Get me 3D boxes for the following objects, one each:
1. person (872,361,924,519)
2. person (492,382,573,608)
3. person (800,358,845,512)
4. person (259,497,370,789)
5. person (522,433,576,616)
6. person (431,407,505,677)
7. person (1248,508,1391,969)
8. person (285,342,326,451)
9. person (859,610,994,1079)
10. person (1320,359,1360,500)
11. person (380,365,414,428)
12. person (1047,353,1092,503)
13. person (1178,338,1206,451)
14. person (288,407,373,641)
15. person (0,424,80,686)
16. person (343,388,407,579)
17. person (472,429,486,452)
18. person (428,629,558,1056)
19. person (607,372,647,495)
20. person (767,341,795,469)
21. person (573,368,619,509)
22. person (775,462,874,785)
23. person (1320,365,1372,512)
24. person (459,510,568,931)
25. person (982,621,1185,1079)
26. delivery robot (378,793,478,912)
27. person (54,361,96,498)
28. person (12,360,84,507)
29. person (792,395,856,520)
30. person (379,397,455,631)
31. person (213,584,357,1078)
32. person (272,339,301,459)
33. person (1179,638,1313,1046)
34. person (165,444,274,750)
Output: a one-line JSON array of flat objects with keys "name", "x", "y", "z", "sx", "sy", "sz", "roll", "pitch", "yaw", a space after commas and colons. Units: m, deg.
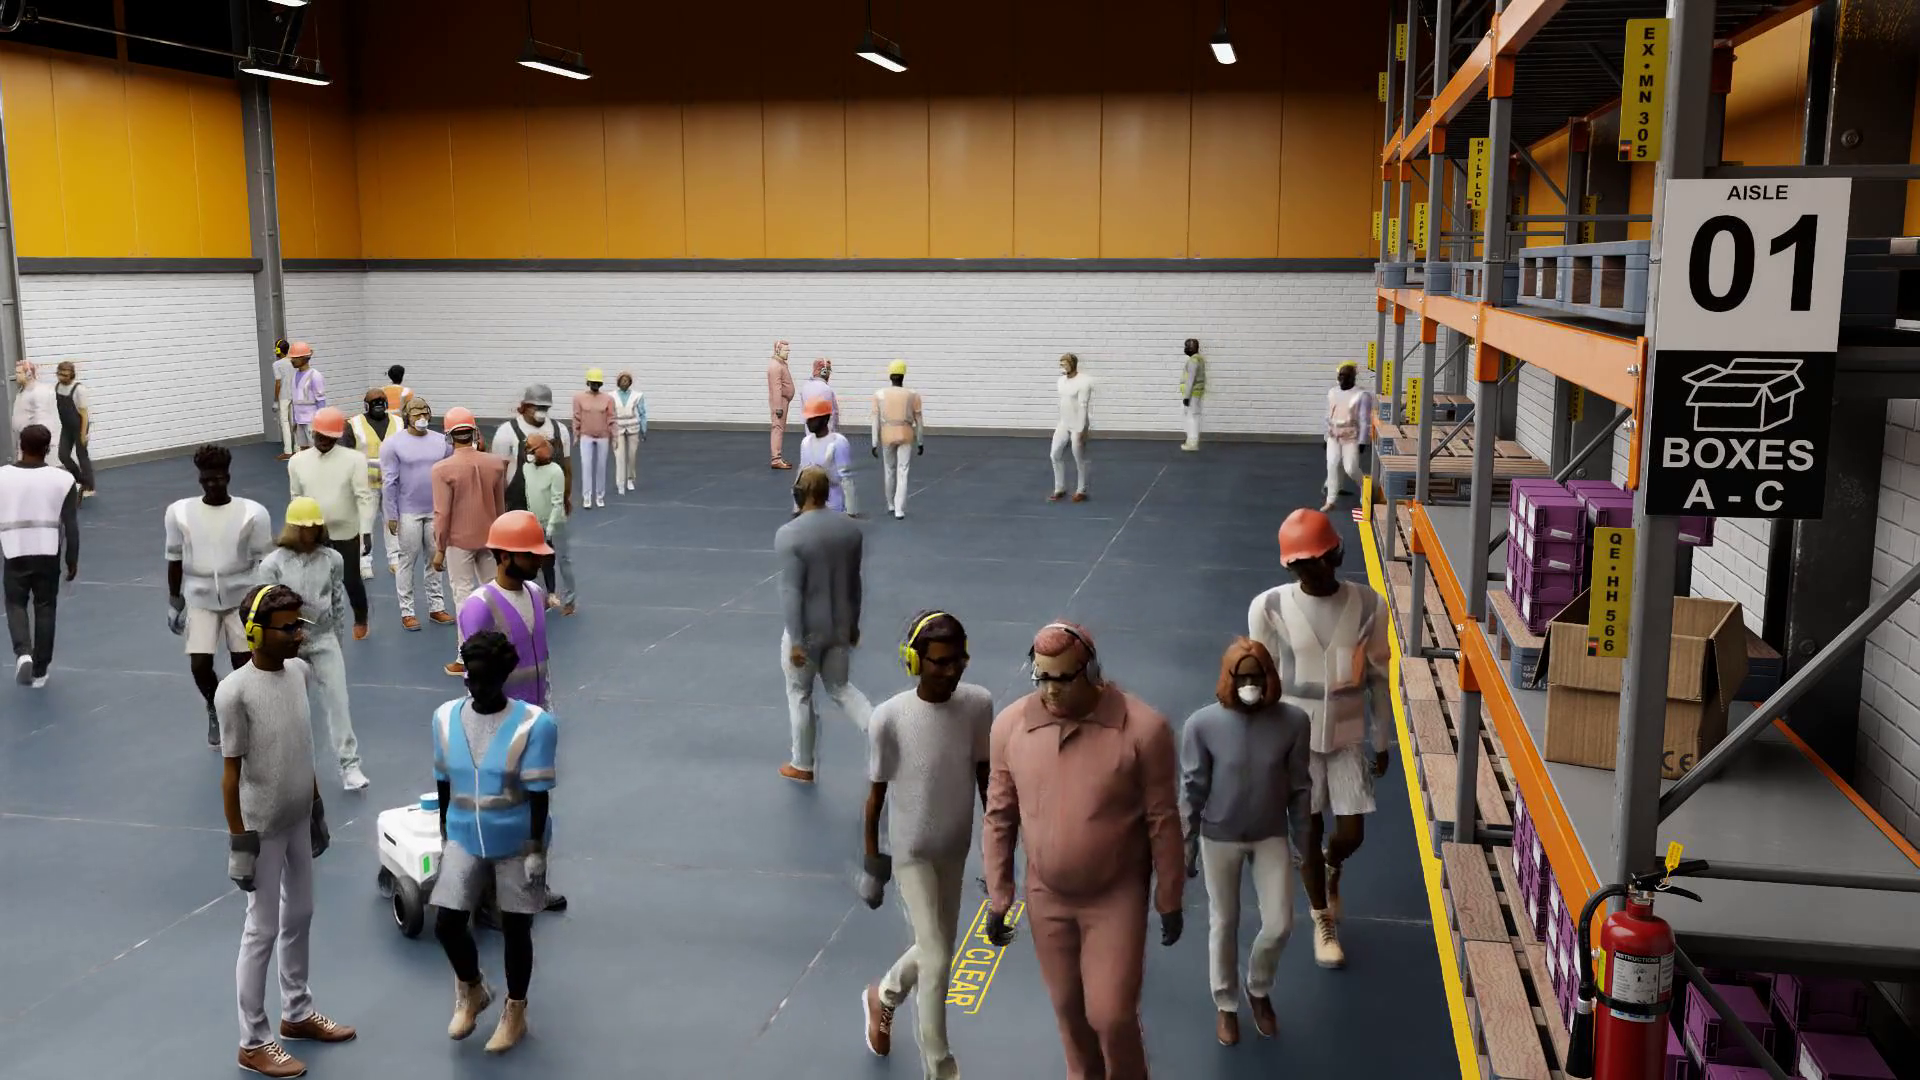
[{"name": "person", "x": -0.746, "y": -1.215, "z": 20.047, "sx": 0.616, "sy": 1.869, "sz": 1.006, "roll": 0, "pitch": 9, "yaw": 2}, {"name": "person", "x": -3.778, "y": -0.421, "z": 14.750, "sx": 0.702, "sy": 2.000, "sz": 0.685, "roll": -8, "pitch": 12, "yaw": -39}, {"name": "person", "x": -1.669, "y": -1.264, "z": 20.243, "sx": 0.410, "sy": 1.905, "sz": 0.641, "roll": -6, "pitch": 11, "yaw": -33}, {"name": "person", "x": -3.717, "y": 0.612, "z": 9.519, "sx": 0.498, "sy": 1.706, "sz": 0.844, "roll": -7, "pitch": 12, "yaw": -37}, {"name": "person", "x": -3.577, "y": -0.127, "z": 14.271, "sx": 0.563, "sy": 1.594, "sz": 0.613, "roll": 6, "pitch": 11, "yaw": 31}, {"name": "person", "x": -3.628, "y": 0.014, "z": 12.282, "sx": 0.392, "sy": 1.990, "sz": 0.613, "roll": 8, "pitch": 12, "yaw": 38}, {"name": "person", "x": 1.550, "y": 0.842, "z": 7.226, "sx": 0.631, "sy": 2.008, "sz": 0.529, "roll": 0, "pitch": 9, "yaw": 1}, {"name": "person", "x": -8.457, "y": -1.541, "z": 21.497, "sx": 0.615, "sy": 2.039, "sz": 0.387, "roll": 7, "pitch": 12, "yaw": 36}, {"name": "person", "x": -0.132, "y": 1.128, "z": 6.097, "sx": 0.528, "sy": 1.830, "sz": 0.799, "roll": -7, "pitch": 11, "yaw": -34}, {"name": "person", "x": 4.921, "y": -1.424, "z": 21.467, "sx": 0.450, "sy": 1.828, "sz": 0.599, "roll": -1, "pitch": 9, "yaw": -5}, {"name": "person", "x": -7.627, "y": -1.545, "z": 22.652, "sx": 0.548, "sy": 1.663, "sz": 0.801, "roll": 1, "pitch": 9, "yaw": 3}, {"name": "person", "x": 1.378, "y": -1.409, "z": 21.062, "sx": 0.689, "sy": 1.912, "sz": 0.645, "roll": -8, "pitch": 12, "yaw": -39}, {"name": "person", "x": 3.730, "y": -2.363, "z": 27.075, "sx": 0.522, "sy": 1.829, "sz": 0.653, "roll": 2, "pitch": 10, "yaw": 14}, {"name": "person", "x": -4.880, "y": -0.081, "z": 12.974, "sx": 0.620, "sy": 1.952, "sz": 0.837, "roll": -2, "pitch": 10, "yaw": -13}, {"name": "person", "x": -6.645, "y": 0.120, "z": 11.920, "sx": 0.630, "sy": 1.895, "sz": 0.455, "roll": -5, "pitch": 11, "yaw": -27}, {"name": "person", "x": -5.627, "y": -0.552, "z": 16.141, "sx": 0.624, "sy": 1.845, "sz": 0.430, "roll": -7, "pitch": 11, "yaw": -35}, {"name": "person", "x": -4.276, "y": -0.199, "z": 14.639, "sx": 0.500, "sy": 1.633, "sz": 0.281, "roll": -4, "pitch": 10, "yaw": -24}, {"name": "person", "x": -1.770, "y": 1.157, "z": 6.330, "sx": 0.535, "sy": 1.677, "sz": 0.389, "roll": 1, "pitch": 10, "yaw": 9}, {"name": "person", "x": -4.444, "y": -1.418, "z": 22.139, "sx": 0.532, "sy": 1.622, "sz": 0.730, "roll": -2, "pitch": 10, "yaw": -14}, {"name": "person", "x": -2.652, "y": -2.009, "z": 24.731, "sx": 0.401, "sy": 1.904, "sz": 0.649, "roll": 0, "pitch": 9, "yaw": -2}, {"name": "person", "x": -4.498, "y": -1.247, "z": 20.581, "sx": 0.552, "sy": 1.741, "sz": 0.696, "roll": -3, "pitch": 10, "yaw": -16}, {"name": "person", "x": -0.727, "y": 0.514, "z": 9.550, "sx": 0.777, "sy": 1.915, "sz": 0.640, "roll": 9, "pitch": 13, "yaw": 43}, {"name": "person", "x": 4.778, "y": -1.252, "z": 20.449, "sx": 0.653, "sy": 1.820, "sz": 0.654, "roll": -8, "pitch": 13, "yaw": -41}, {"name": "person", "x": -2.031, "y": 0.816, "z": 7.651, "sx": 0.390, "sy": 1.927, "sz": 0.551, "roll": 4, "pitch": 10, "yaw": 21}, {"name": "person", "x": 0.394, "y": 1.184, "z": 5.551, "sx": 0.672, "sy": 1.882, "sz": 0.424, "roll": 4, "pitch": 10, "yaw": 25}, {"name": "delivery robot", "x": -2.463, "y": 1.429, "z": 7.788, "sx": 0.477, "sy": 0.478, "sz": 0.707, "roll": -7, "pitch": 12, "yaw": -35}, {"name": "person", "x": -11.423, "y": -1.410, "z": 21.446, "sx": 0.554, "sy": 1.796, "sz": 0.532, "roll": 3, "pitch": 10, "yaw": 19}, {"name": "person", "x": -11.139, "y": -1.236, "z": 20.152, "sx": 0.653, "sy": 1.888, "sz": 0.729, "roll": 9, "pitch": 13, "yaw": 42}, {"name": "person", "x": -1.244, "y": -0.281, "z": 14.285, "sx": 0.789, "sy": 1.906, "sz": 0.585, "roll": -9, "pitch": 13, "yaw": -44}, {"name": "person", "x": -4.496, "y": -0.225, "z": 13.878, "sx": 0.372, "sy": 1.940, "sz": 0.632, "roll": 9, "pitch": 13, "yaw": 44}, {"name": "person", "x": -2.565, "y": 1.080, "z": 6.261, "sx": 0.315, "sy": 1.860, "sz": 0.510, "roll": 2, "pitch": 10, "yaw": 13}, {"name": "person", "x": -10.500, "y": -2.183, "z": 25.878, "sx": 0.328, "sy": 1.872, "sz": 0.513, "roll": 3, "pitch": 10, "yaw": 18}, {"name": "person", "x": 1.099, "y": 1.171, "z": 6.425, "sx": 0.522, "sy": 1.618, "sz": 0.375, "roll": 0, "pitch": 9, "yaw": 0}, {"name": "person", "x": -4.534, "y": 0.376, "z": 10.211, "sx": 0.647, "sy": 1.951, "sz": 0.411, "roll": -3, "pitch": 10, "yaw": -17}]
